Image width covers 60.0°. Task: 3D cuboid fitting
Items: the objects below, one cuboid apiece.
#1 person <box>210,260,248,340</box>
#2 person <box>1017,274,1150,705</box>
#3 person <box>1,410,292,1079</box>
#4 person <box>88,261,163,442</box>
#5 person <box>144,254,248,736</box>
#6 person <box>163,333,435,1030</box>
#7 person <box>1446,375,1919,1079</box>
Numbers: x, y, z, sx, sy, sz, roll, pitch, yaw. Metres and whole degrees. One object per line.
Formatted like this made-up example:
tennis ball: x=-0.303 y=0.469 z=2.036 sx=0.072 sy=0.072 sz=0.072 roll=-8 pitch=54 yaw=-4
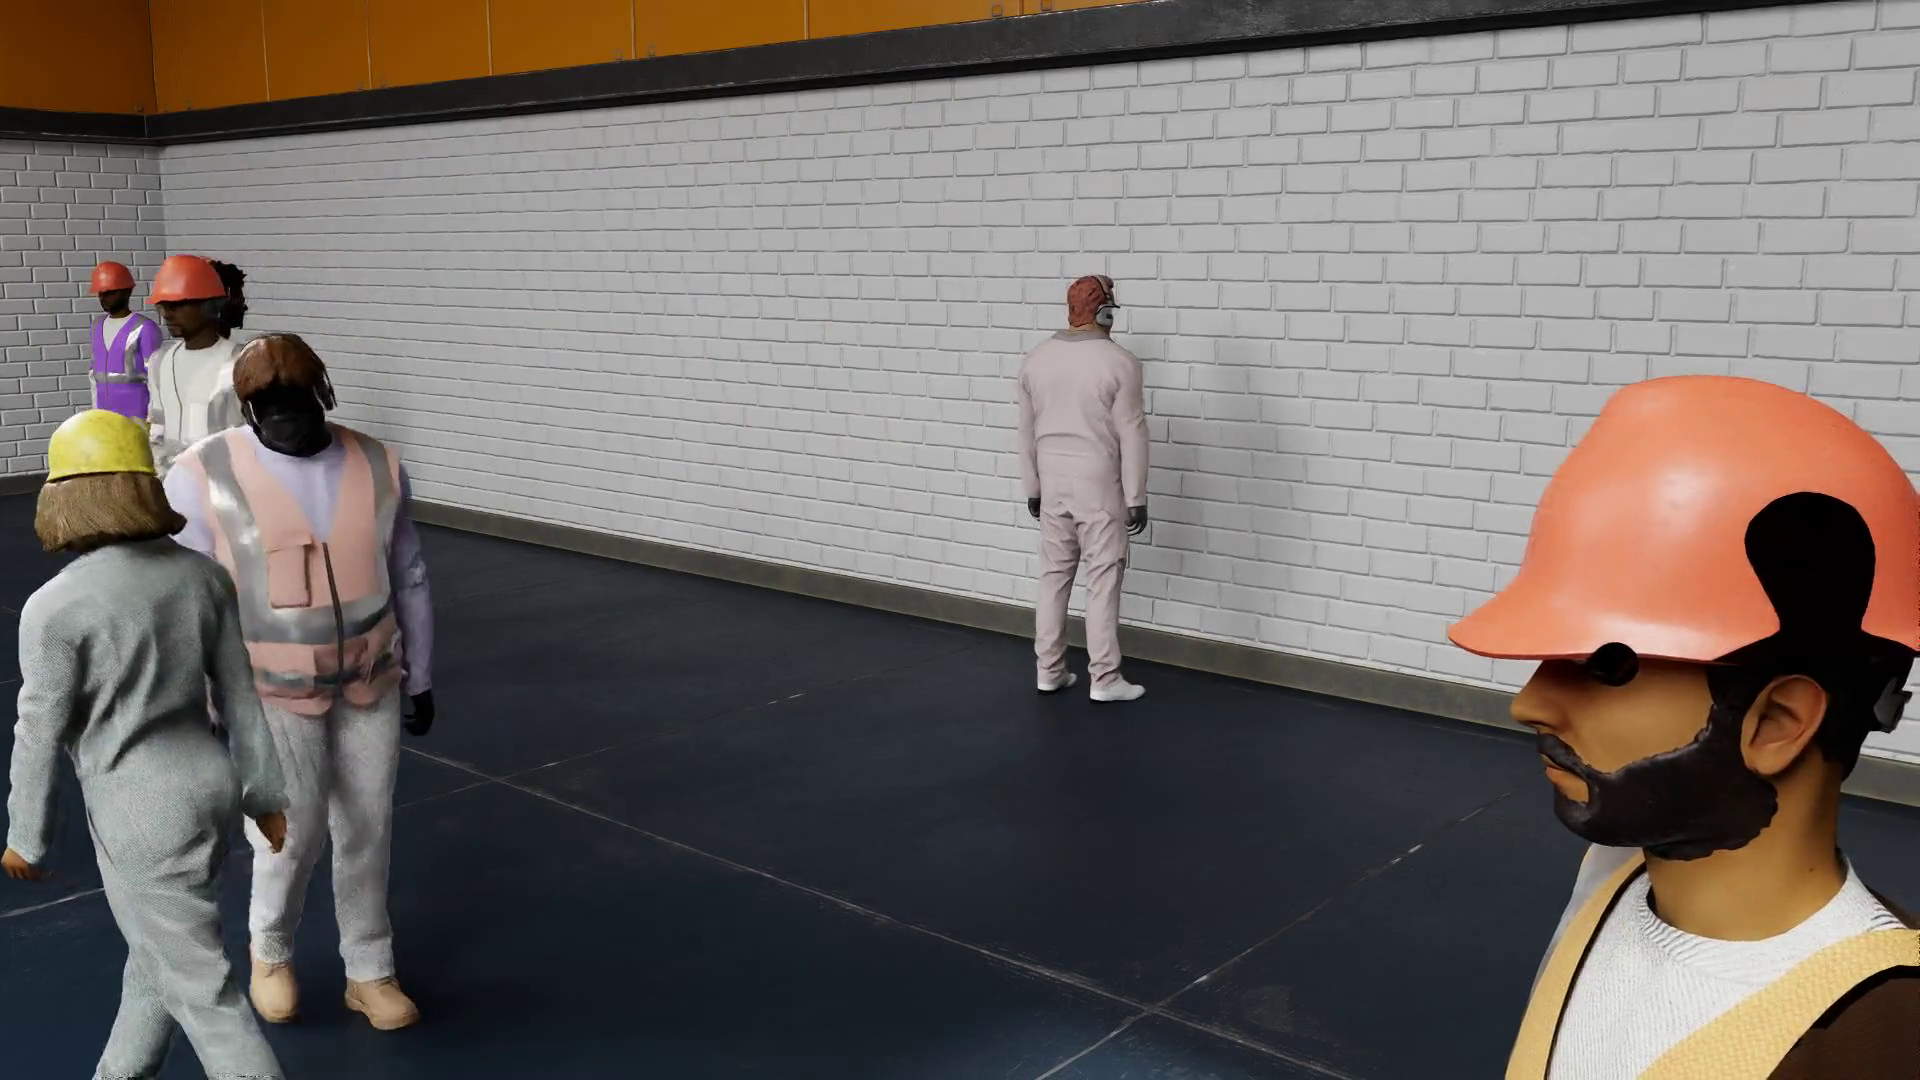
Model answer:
person: x=-3.480 y=-0.333 z=7.888 sx=0.367 sy=1.967 sz=0.600 roll=-8 pitch=13 yaw=-39
person: x=0.575 y=-0.225 z=7.445 sx=0.651 sy=1.906 sz=0.403 roll=8 pitch=13 yaw=39
person: x=-1.717 y=0.580 z=3.475 sx=0.826 sy=1.689 sz=0.487 roll=3 pitch=10 yaw=16
person: x=-5.443 y=-0.836 z=10.840 sx=0.542 sy=1.937 sz=0.360 roll=3 pitch=10 yaw=16
person: x=-3.071 y=-0.193 z=7.023 sx=0.610 sy=2.013 sz=0.952 roll=5 pitch=11 yaw=25
person: x=-1.641 y=0.386 z=4.219 sx=0.641 sy=1.815 sz=0.443 roll=-9 pitch=13 yaw=-42
person: x=0.511 y=0.849 z=1.241 sx=0.359 sy=1.938 sz=0.547 roll=0 pitch=10 yaw=-2
